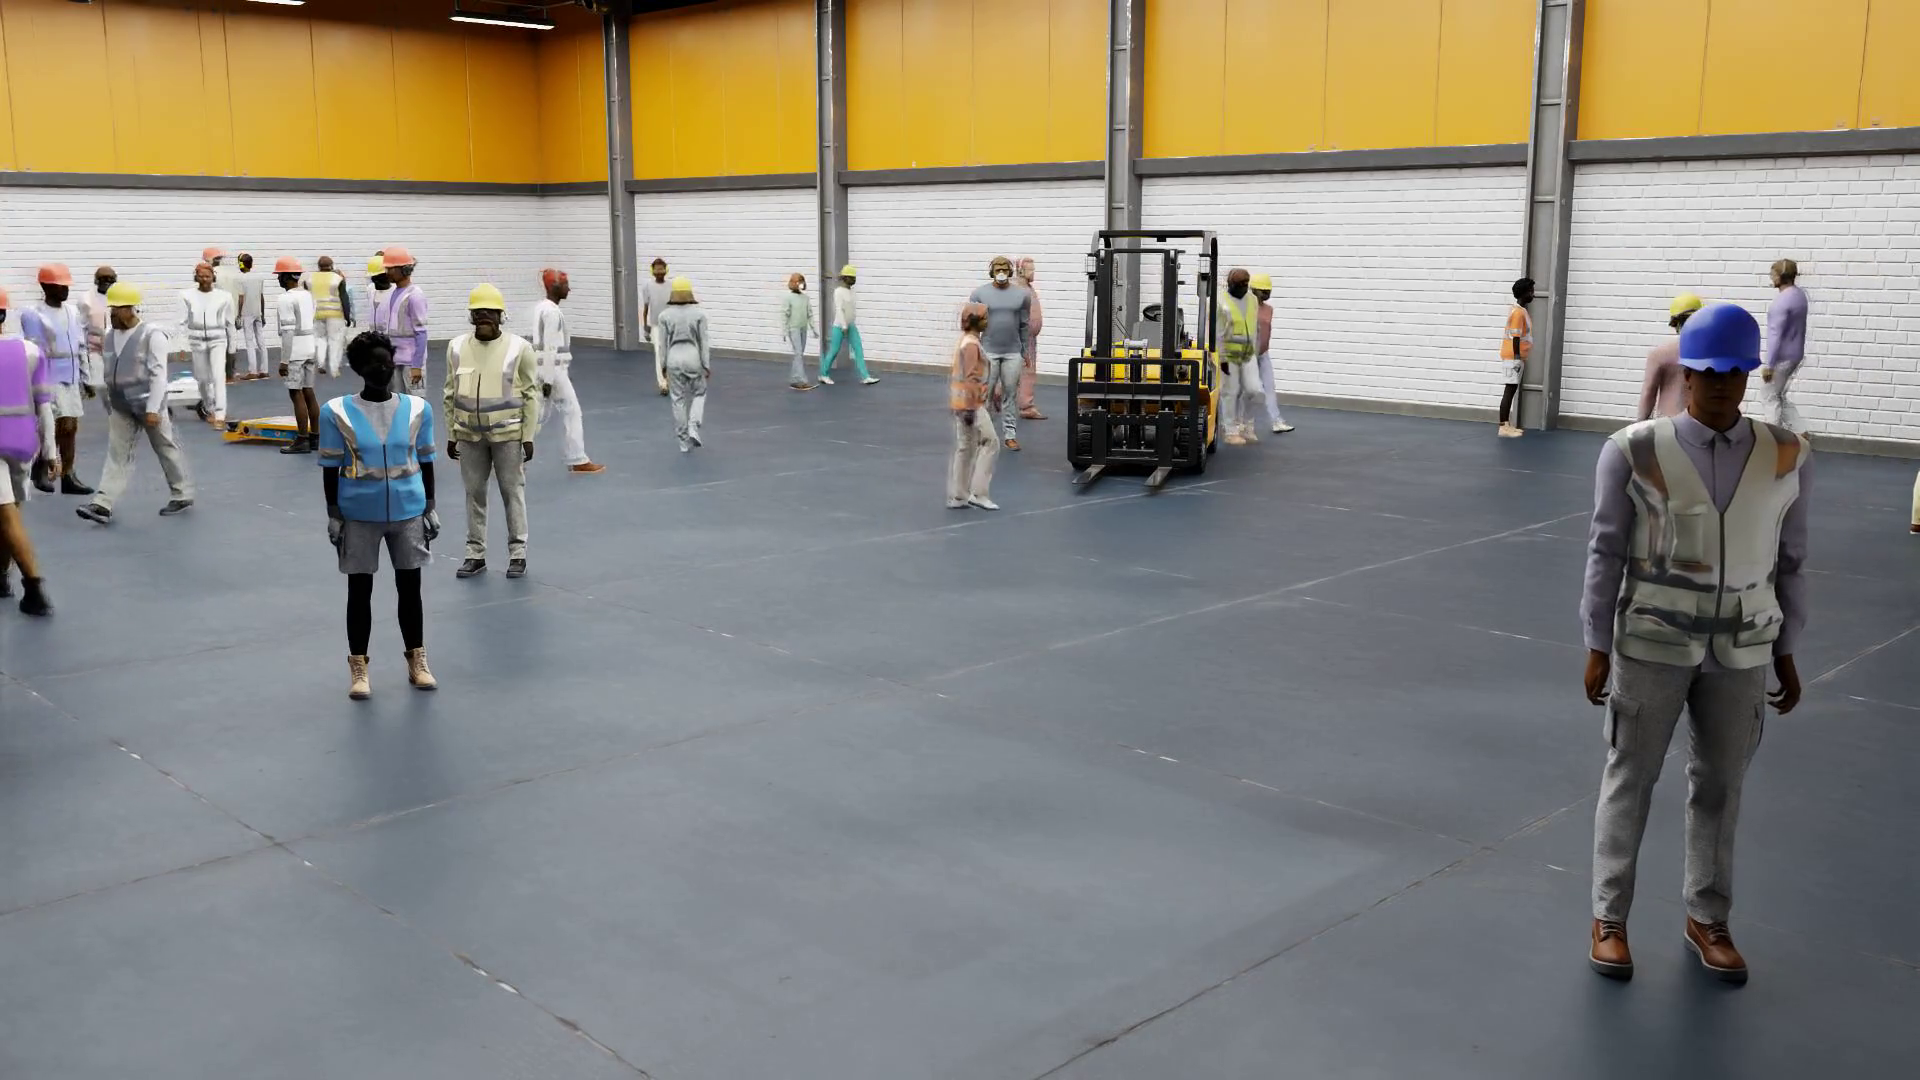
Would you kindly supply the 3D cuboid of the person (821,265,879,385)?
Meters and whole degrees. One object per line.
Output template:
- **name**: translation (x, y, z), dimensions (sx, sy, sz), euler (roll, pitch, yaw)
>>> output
- **person**: translation (-1.628, -3.061, 23.755), dimensions (0.943, 1.714, 0.525), euler (7, 12, 34)

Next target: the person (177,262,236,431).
- **person**: translation (-8.345, -2.162, 18.487), dimensions (0.578, 1.854, 0.893), euler (-3, 11, -16)

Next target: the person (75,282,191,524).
- **person**: translation (-6.178, -1.019, 12.395), dimensions (0.599, 1.777, 0.934), euler (3, 11, 16)

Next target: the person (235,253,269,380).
- **person**: translation (-10.495, -3.295, 24.579), dimensions (0.328, 1.872, 0.520), euler (5, 11, 24)

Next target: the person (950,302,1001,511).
- **person**: translation (0.152, -1.028, 12.905), dimensions (0.496, 1.623, 0.517), euler (-1, 10, -6)

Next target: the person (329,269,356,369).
- **person**: translation (-10.033, -3.587, 26.920), dimensions (0.534, 1.597, 0.863), euler (3, 11, 15)

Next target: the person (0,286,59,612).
- **person**: translation (-5.498, -0.539, 9.518), dimensions (0.977, 1.890, 0.558), euler (8, 13, 36)

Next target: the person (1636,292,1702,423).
- **person**: translation (4.833, -0.789, 11.223), dimensions (0.559, 1.743, 0.632), euler (0, 10, -1)

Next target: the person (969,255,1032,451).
- **person**: translation (0.399, -1.842, 16.463), dimensions (0.632, 1.938, 0.359), euler (-2, 11, -9)

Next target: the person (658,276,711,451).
- **person**: translation (-2.725, -1.743, 16.472), dimensions (0.512, 1.728, 0.352), euler (-1, 10, -3)

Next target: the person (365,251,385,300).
- **person**: translation (-10.452, -4.305, 30.139), dimensions (0.565, 1.850, 0.390), euler (-1, 10, -5)

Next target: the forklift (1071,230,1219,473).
- **forklift**: translation (1.804, -1.825, 15.677), dimensions (1.214, 2.155, 2.313), euler (2, 11, 13)

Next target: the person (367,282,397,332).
- **person**: translation (-7.110, -2.558, 20.559), dimensions (0.320, 1.871, 0.533), euler (6, 12, 31)

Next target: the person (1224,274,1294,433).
- **person**: translation (3.212, -2.015, 18.026), dimensions (0.520, 1.712, 0.912), euler (-7, 13, -34)

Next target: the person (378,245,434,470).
- **person**: translation (-5.009, -1.629, 15.019), dimensions (0.374, 2.044, 0.605), euler (-9, 14, -40)

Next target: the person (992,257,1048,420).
- **person**: translation (0.680, -2.344, 19.351), dimensions (0.709, 1.887, 0.650), euler (4, 11, 21)

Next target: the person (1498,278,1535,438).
- **person**: translation (5.891, -1.928, 17.623), dimensions (0.321, 1.691, 0.531), euler (4, 11, 20)

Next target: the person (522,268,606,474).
- **person**: translation (-3.696, -1.488, 14.799), dimensions (0.897, 1.856, 0.574), euler (-5, 11, -25)

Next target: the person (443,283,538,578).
- **person**: translation (-2.935, -0.675, 10.383), dimensions (0.590, 1.837, 0.404), euler (1, 10, 3)

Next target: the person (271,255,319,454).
- **person**: translation (-6.522, -1.813, 16.312), dimensions (0.357, 1.937, 0.551), euler (1, 10, 6)

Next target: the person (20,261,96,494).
- **person**: translation (-7.356, -1.307, 13.609), dimensions (0.447, 1.924, 0.559), euler (2, 11, 10)

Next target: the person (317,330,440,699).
- **person**: translation (-2.682, -0.119, 7.721), dimensions (0.538, 1.700, 0.317), euler (-6, 12, -30)

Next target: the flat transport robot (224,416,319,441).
- **flat transport robot**: translation (-6.827, -1.137, 17.172), dimensions (1.431, 0.197, 0.652), euler (5, 11, 24)

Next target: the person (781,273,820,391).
- **person**: translation (-2.164, -2.866, 22.949), dimensions (0.677, 1.603, 0.523), euler (8, 13, 36)

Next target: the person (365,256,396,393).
- **person**: translation (-5.999, -2.007, 17.426), dimensions (0.586, 1.917, 0.381), euler (7, 13, 34)

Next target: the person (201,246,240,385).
- **person**: translation (-10.613, -3.200, 23.786), dimensions (0.480, 1.968, 0.637), euler (1, 10, 7)

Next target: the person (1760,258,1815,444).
- **person**: translation (7.722, -1.678, 15.618), dimensions (0.482, 1.920, 0.646), euler (9, 14, 41)

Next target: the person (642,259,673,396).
- **person**: translation (-3.982, -2.854, 22.328), dimensions (0.513, 1.825, 0.981), euler (-4, 11, -22)

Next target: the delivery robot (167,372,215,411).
- **delivery robot**: translation (-8.925, -1.704, 19.233), dimensions (0.707, 0.478, 0.477), euler (-3, 11, -18)

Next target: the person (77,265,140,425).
- **person**: translation (-9.216, -2.070, 18.074), dimensions (0.631, 1.816, 0.591), euler (-3, 11, -17)

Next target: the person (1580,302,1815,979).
- **person**: translation (2.095, 0.301, 4.755), dimensions (0.615, 1.945, 0.399), euler (1, 10, 5)

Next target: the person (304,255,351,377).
- **person**: translation (-9.566, -3.383, 25.187), dimensions (0.633, 1.824, 0.449), euler (0, 10, 1)

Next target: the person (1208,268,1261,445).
- **person**: translation (2.795, -1.855, 16.921), dimensions (0.658, 1.815, 0.443), euler (-5, 12, -25)

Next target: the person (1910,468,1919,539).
- **person**: translation (6.926, -0.811, 11.681), dimensions (0.284, 1.632, 0.502), euler (4, 11, 19)
